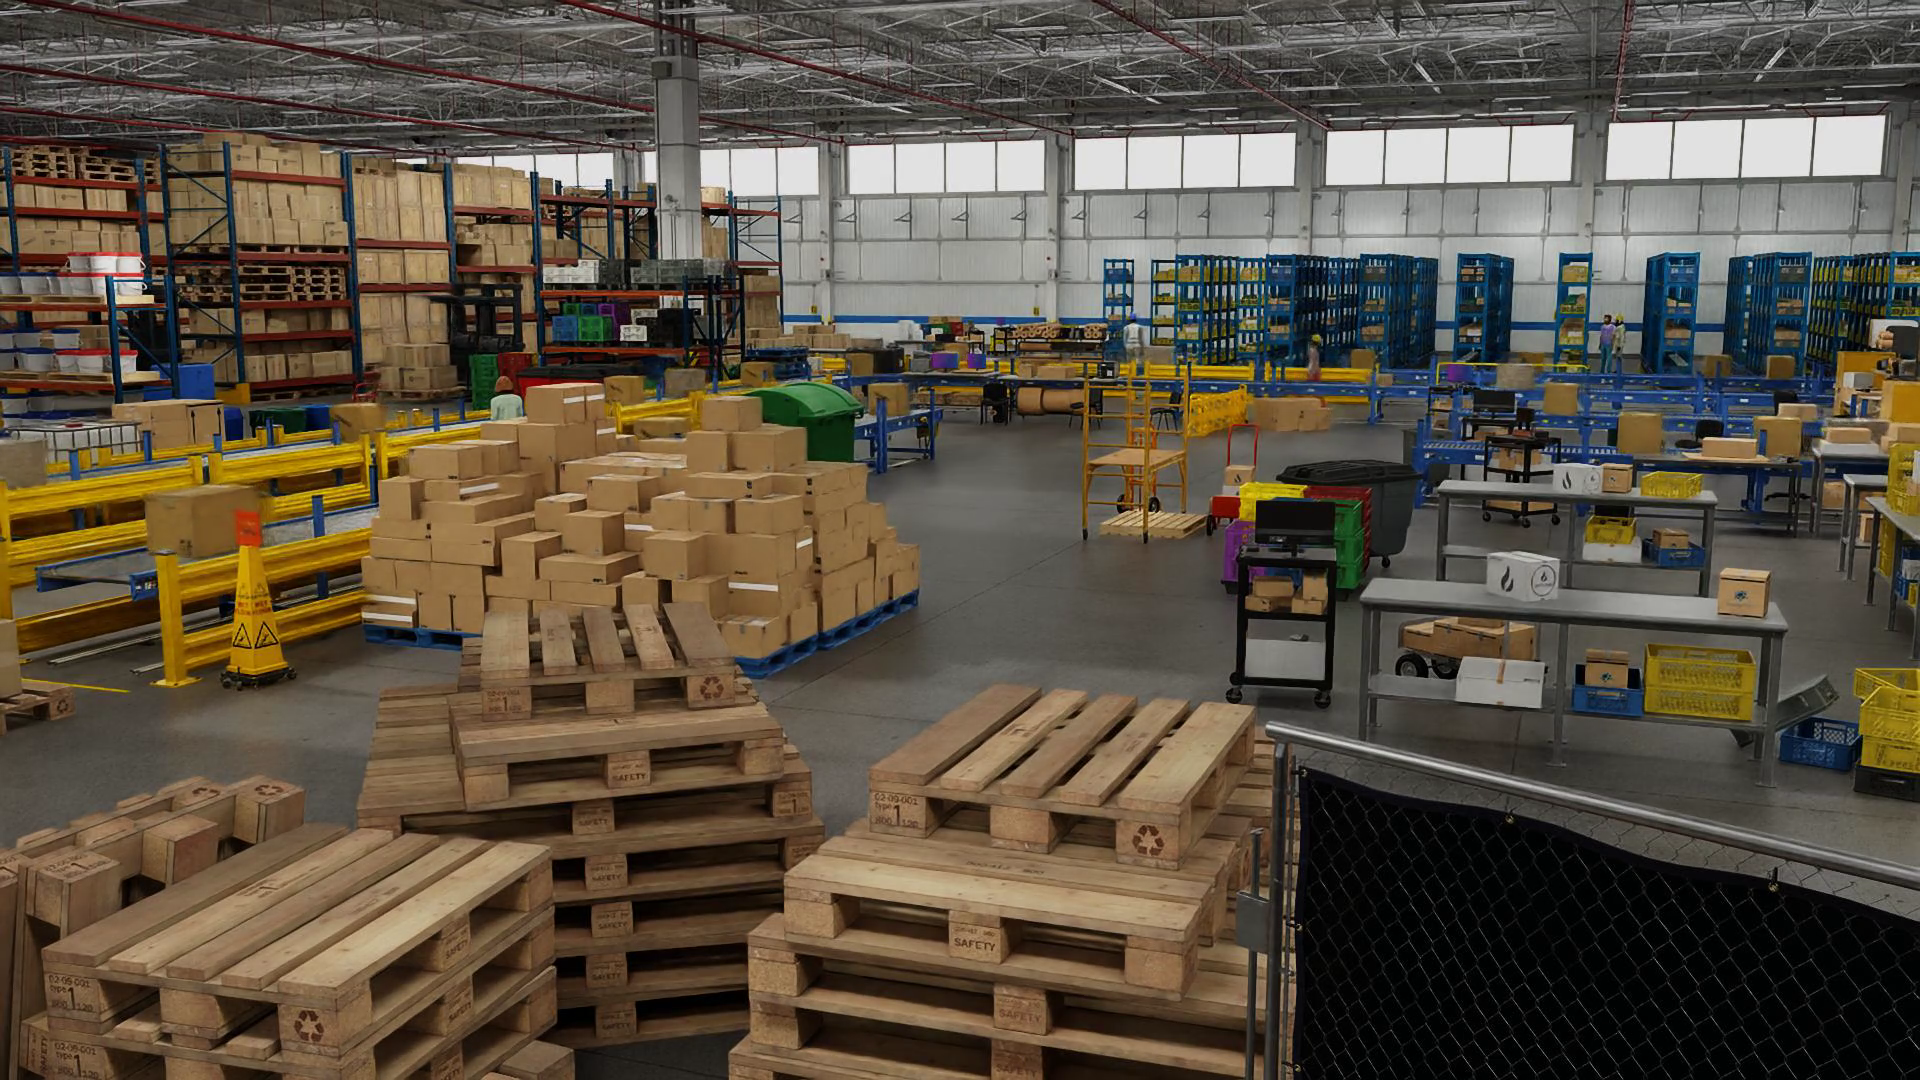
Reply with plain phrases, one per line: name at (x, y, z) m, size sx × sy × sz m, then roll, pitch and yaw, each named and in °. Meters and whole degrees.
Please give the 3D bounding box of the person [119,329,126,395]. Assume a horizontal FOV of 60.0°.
person at (-21.180, -4.531, 42.284) m, size 0.537 × 1.687 × 0.499 m, roll 4°, pitch 10°, yaw 24°

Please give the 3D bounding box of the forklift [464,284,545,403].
forklift at (-10.832, -4.702, 39.610) m, size 1.129 × 2.768 × 1.873 m, roll 3°, pitch 10°, yaw 20°

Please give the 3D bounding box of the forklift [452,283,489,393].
forklift at (-12.238, -5.078, 41.975) m, size 1.129 × 2.768 × 1.873 m, roll 3°, pitch 10°, yaw 20°

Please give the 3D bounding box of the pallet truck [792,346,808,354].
pallet truck at (-3.705, -4.298, 42.022) m, size 0.653 × 1.274 × 1.630 m, roll 3°, pitch 10°, yaw 20°

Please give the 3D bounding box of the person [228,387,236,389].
person at (-18.607, -4.783, 43.242) m, size 0.565 × 1.877 × 0.999 m, roll 4°, pitch 10°, yaw 22°

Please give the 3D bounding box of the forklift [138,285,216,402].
forklift at (-17.480, -4.200, 36.461) m, size 1.873 × 2.768 × 1.129 m, roll 3°, pitch 10°, yaw 19°

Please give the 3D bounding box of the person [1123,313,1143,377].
person at (5.157, -5.776, 49.402) m, size 0.613 × 1.920 × 0.870 m, roll 0°, pitch 9°, yaw -2°

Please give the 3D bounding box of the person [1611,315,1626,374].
person at (20.138, -5.969, 50.847) m, size 0.403 × 1.832 × 0.593 m, roll 3°, pitch 10°, yaw 18°

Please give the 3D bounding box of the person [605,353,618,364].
person at (-10.720, -5.930, 51.156) m, size 0.550 × 1.639 × 0.924 m, roll -2°, pitch 9°, yaw -11°

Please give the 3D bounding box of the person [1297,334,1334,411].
person at (7.921, -3.757, 37.309) m, size 0.896 × 1.725 × 0.534 m, roll 2°, pitch 9°, yaw 10°

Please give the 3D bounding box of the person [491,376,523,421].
person at (-6.350, -1.483, 23.342) m, size 0.287 × 1.625 × 0.497 m, roll 8°, pitch 12°, yaw 41°

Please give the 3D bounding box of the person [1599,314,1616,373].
person at (19.634, -5.913, 50.451) m, size 0.389 × 1.847 × 0.563 m, roll -4°, pitch 10°, yaw -24°

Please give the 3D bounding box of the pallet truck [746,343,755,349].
pallet truck at (-6.183, -4.618, 44.264) m, size 1.601 × 1.201 × 0.680 m, roll -9°, pitch 12°, yaw -43°
